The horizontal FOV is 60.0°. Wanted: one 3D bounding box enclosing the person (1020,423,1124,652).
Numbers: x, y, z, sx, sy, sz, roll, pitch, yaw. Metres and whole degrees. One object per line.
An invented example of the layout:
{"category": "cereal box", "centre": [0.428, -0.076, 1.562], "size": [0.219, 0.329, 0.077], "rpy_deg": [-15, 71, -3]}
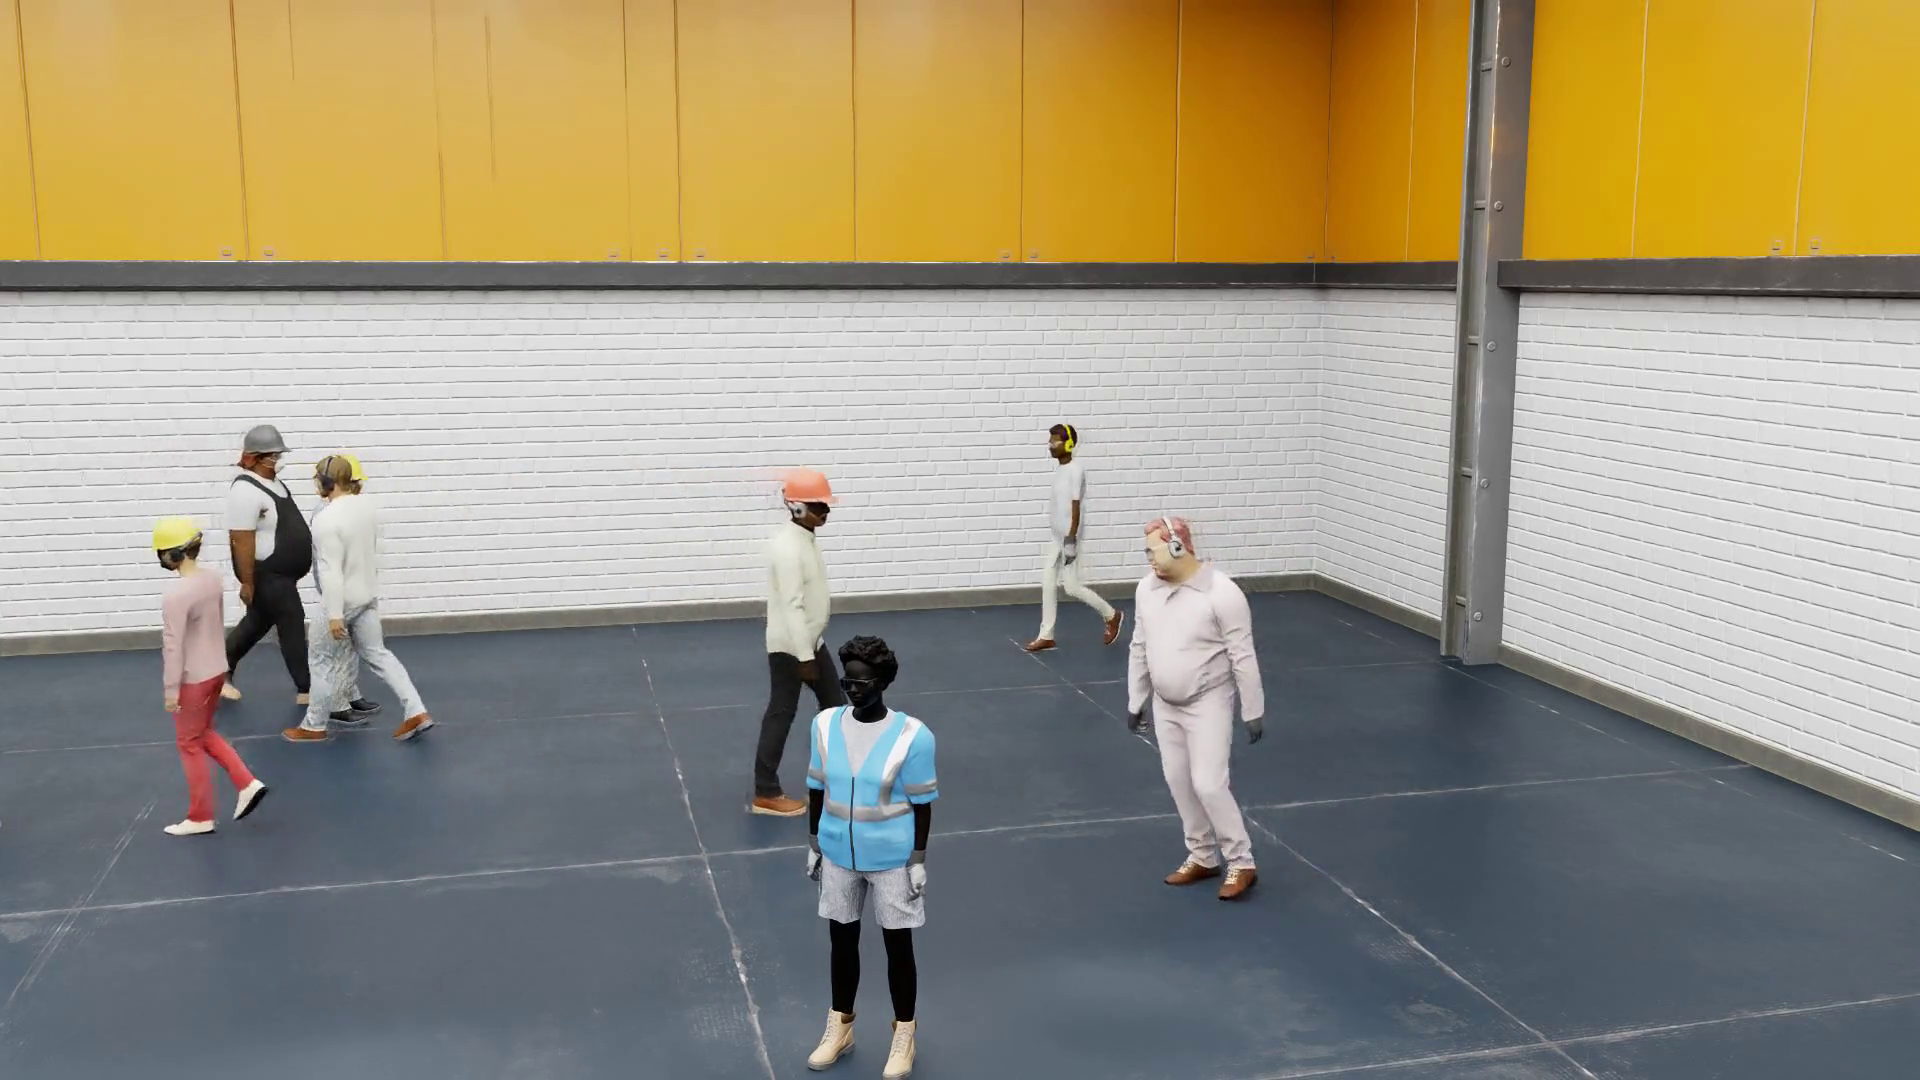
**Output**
{"category": "person", "centre": [0.902, -0.017, 13.337], "size": [0.785, 1.852, 0.521], "rpy_deg": [-4, 10, -22]}

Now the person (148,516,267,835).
{"category": "person", "centre": [-4.067, 0.733, 8.935], "size": [0.464, 1.748, 0.550], "rpy_deg": [0, 9, 1]}

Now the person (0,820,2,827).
{"category": "person", "centre": [-5.437, 0.635, 8.889], "size": [0.602, 1.967, 0.366], "rpy_deg": [1, 9, 8]}

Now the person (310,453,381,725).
{"category": "person", "centre": [-4.150, 0.324, 11.258], "size": [0.404, 1.827, 0.600], "rpy_deg": [-1, 9, -4]}

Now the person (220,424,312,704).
{"category": "person", "centre": [-4.919, 0.153, 11.667], "size": [0.958, 2.000, 0.686], "rpy_deg": [-2, 9, -10]}

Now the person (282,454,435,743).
{"category": "person", "centre": [-3.876, 0.389, 10.665], "size": [0.992, 1.900, 0.650], "rpy_deg": [2, 9, 9]}

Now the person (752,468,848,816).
{"category": "person", "centre": [-0.770, 0.585, 9.217], "size": [0.900, 1.956, 0.650], "rpy_deg": [2, 9, 10]}

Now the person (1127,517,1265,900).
{"category": "person", "centre": [1.124, 0.806, 8.135], "size": [0.482, 1.867, 0.670], "rpy_deg": [-8, 12, -40]}

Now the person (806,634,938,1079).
{"category": "person", "centre": [-0.345, 1.189, 6.274], "size": [0.532, 1.696, 0.319], "rpy_deg": [3, 10, 20]}
